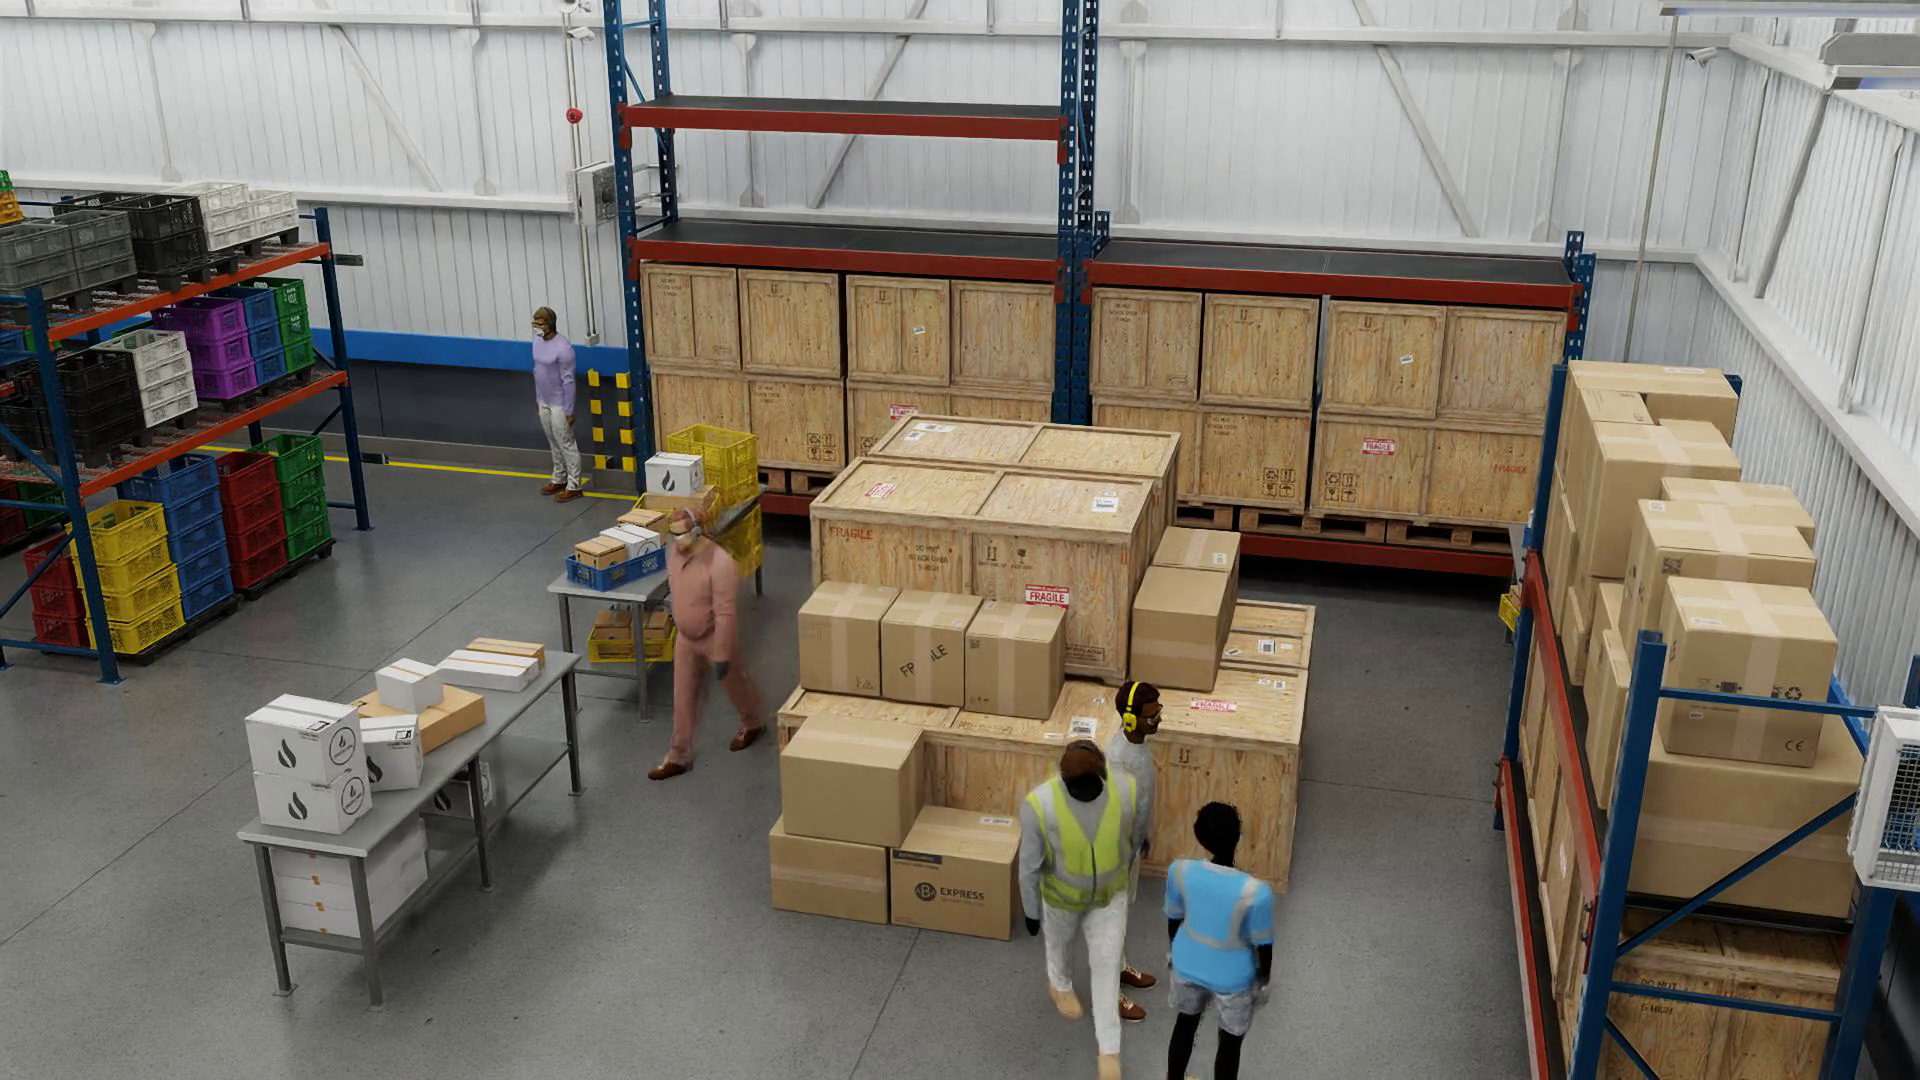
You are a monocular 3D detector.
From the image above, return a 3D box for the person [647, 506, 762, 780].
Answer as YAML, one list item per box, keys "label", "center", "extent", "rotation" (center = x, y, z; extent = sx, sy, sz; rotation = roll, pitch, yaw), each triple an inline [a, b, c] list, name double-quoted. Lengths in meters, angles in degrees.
- label: "person"
  center: [-1.701, 0.649, 11.118]
  extent: [0.661, 1.855, 0.986]
  rotation: [16, 26, 35]

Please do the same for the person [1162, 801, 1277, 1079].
- label: "person"
  center: [1.203, 2.009, 7.790]
  extent: [0.559, 1.689, 0.346]
  rotation: [13, 25, 31]

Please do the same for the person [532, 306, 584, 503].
- label: "person"
  center: [-3.927, -1.328, 16.183]
  extent: [0.363, 1.932, 0.629]
  rotation: [-18, 27, -38]

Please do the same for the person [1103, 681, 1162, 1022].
- label: "person"
  center: [0.883, 1.584, 8.638]
  extent: [0.327, 1.874, 0.517]
  rotation: [7, 22, 17]

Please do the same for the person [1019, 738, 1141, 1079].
- label: "person"
  center: [0.603, 1.773, 8.275]
  extent: [0.631, 1.779, 0.983]
  rotation: [-3, 21, -7]
